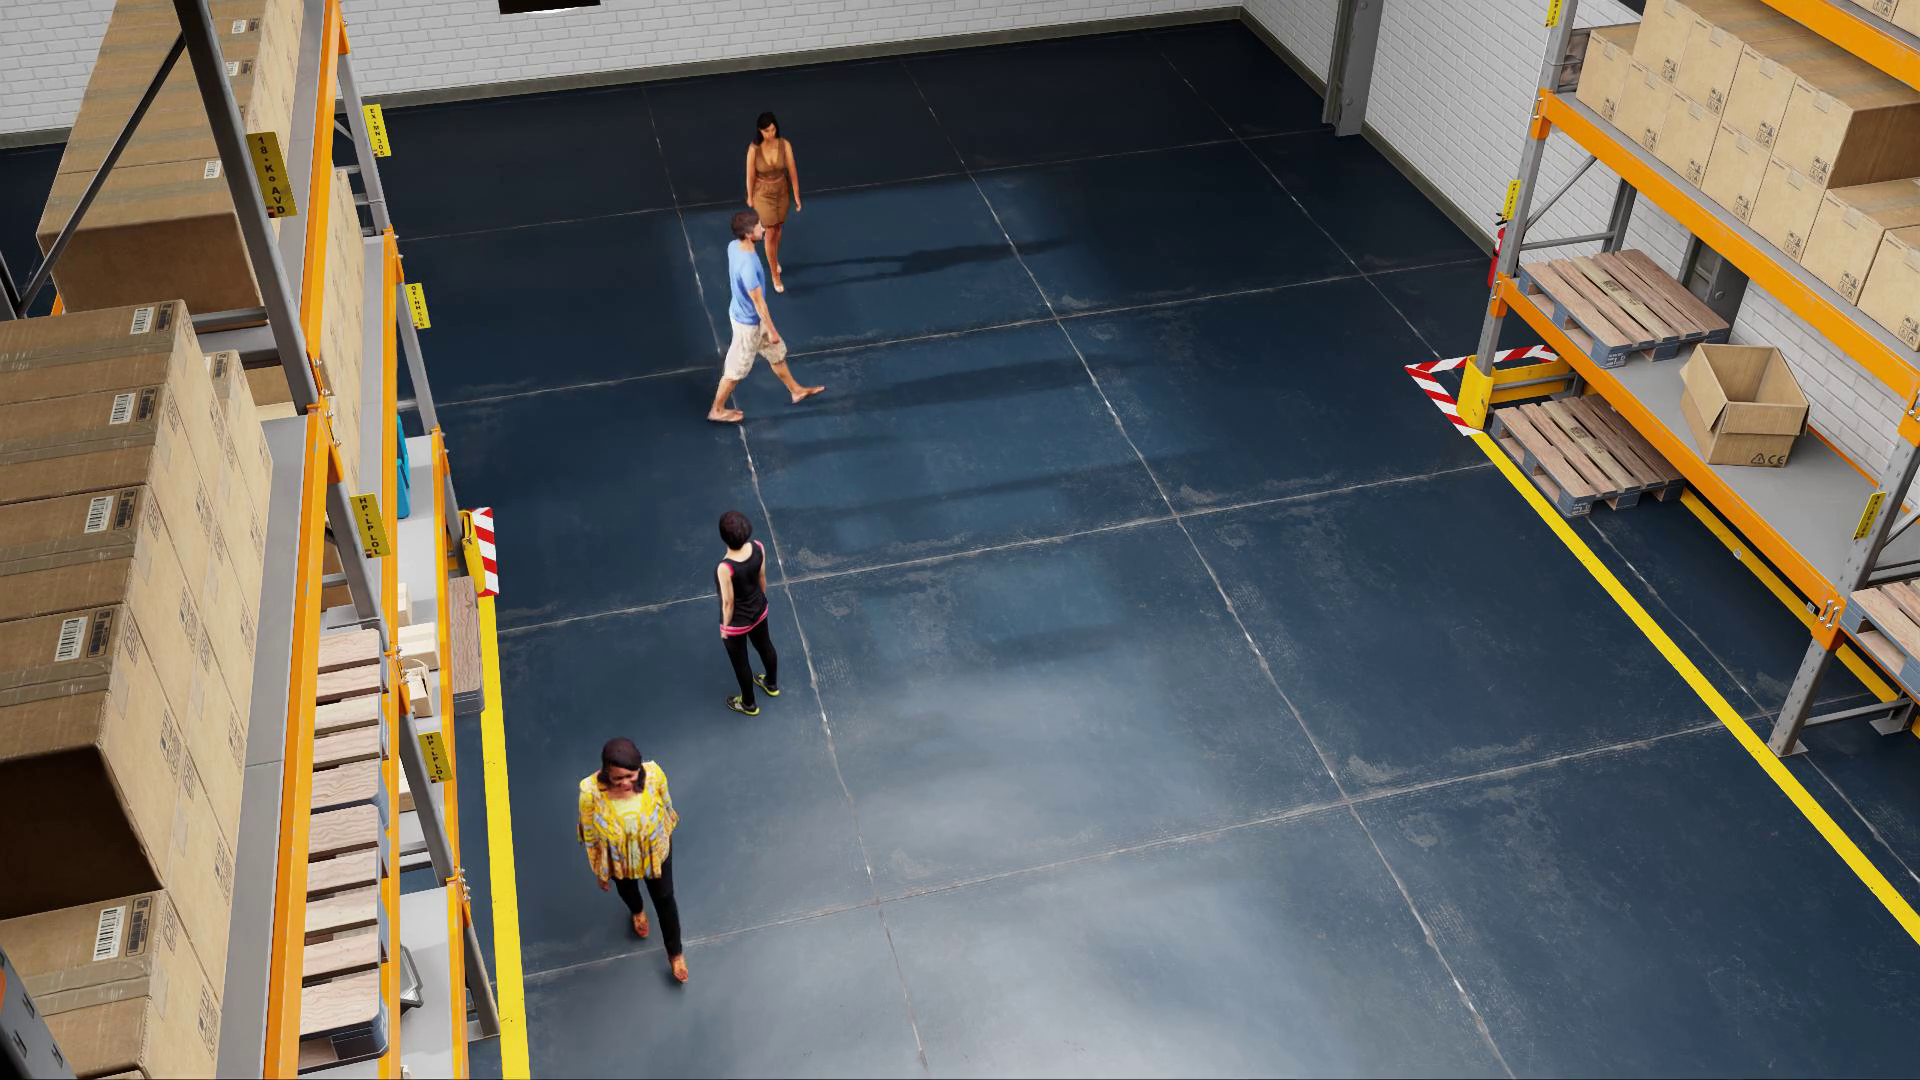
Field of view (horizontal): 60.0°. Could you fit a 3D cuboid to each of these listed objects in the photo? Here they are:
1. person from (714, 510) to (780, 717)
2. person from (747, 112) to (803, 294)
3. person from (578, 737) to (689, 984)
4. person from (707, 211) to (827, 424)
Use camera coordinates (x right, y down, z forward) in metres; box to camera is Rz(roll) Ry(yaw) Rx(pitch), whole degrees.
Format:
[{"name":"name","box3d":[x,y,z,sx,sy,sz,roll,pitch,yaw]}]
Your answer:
[{"name":"person","box3d":[-1.372,0.450,10.575,0.668,1.552,0.627,25,45,28]},{"name":"person","box3d":[-1.714,-3.114,14.953,0.673,1.657,0.875,-19,42,-22]},{"name":"person","box3d":[-1.795,1.620,9.049,0.750,1.628,0.914,-12,40,-15]},{"name":"person","box3d":[-1.740,-1.701,13.056,0.691,1.816,1.144,-9,40,-11]}]
